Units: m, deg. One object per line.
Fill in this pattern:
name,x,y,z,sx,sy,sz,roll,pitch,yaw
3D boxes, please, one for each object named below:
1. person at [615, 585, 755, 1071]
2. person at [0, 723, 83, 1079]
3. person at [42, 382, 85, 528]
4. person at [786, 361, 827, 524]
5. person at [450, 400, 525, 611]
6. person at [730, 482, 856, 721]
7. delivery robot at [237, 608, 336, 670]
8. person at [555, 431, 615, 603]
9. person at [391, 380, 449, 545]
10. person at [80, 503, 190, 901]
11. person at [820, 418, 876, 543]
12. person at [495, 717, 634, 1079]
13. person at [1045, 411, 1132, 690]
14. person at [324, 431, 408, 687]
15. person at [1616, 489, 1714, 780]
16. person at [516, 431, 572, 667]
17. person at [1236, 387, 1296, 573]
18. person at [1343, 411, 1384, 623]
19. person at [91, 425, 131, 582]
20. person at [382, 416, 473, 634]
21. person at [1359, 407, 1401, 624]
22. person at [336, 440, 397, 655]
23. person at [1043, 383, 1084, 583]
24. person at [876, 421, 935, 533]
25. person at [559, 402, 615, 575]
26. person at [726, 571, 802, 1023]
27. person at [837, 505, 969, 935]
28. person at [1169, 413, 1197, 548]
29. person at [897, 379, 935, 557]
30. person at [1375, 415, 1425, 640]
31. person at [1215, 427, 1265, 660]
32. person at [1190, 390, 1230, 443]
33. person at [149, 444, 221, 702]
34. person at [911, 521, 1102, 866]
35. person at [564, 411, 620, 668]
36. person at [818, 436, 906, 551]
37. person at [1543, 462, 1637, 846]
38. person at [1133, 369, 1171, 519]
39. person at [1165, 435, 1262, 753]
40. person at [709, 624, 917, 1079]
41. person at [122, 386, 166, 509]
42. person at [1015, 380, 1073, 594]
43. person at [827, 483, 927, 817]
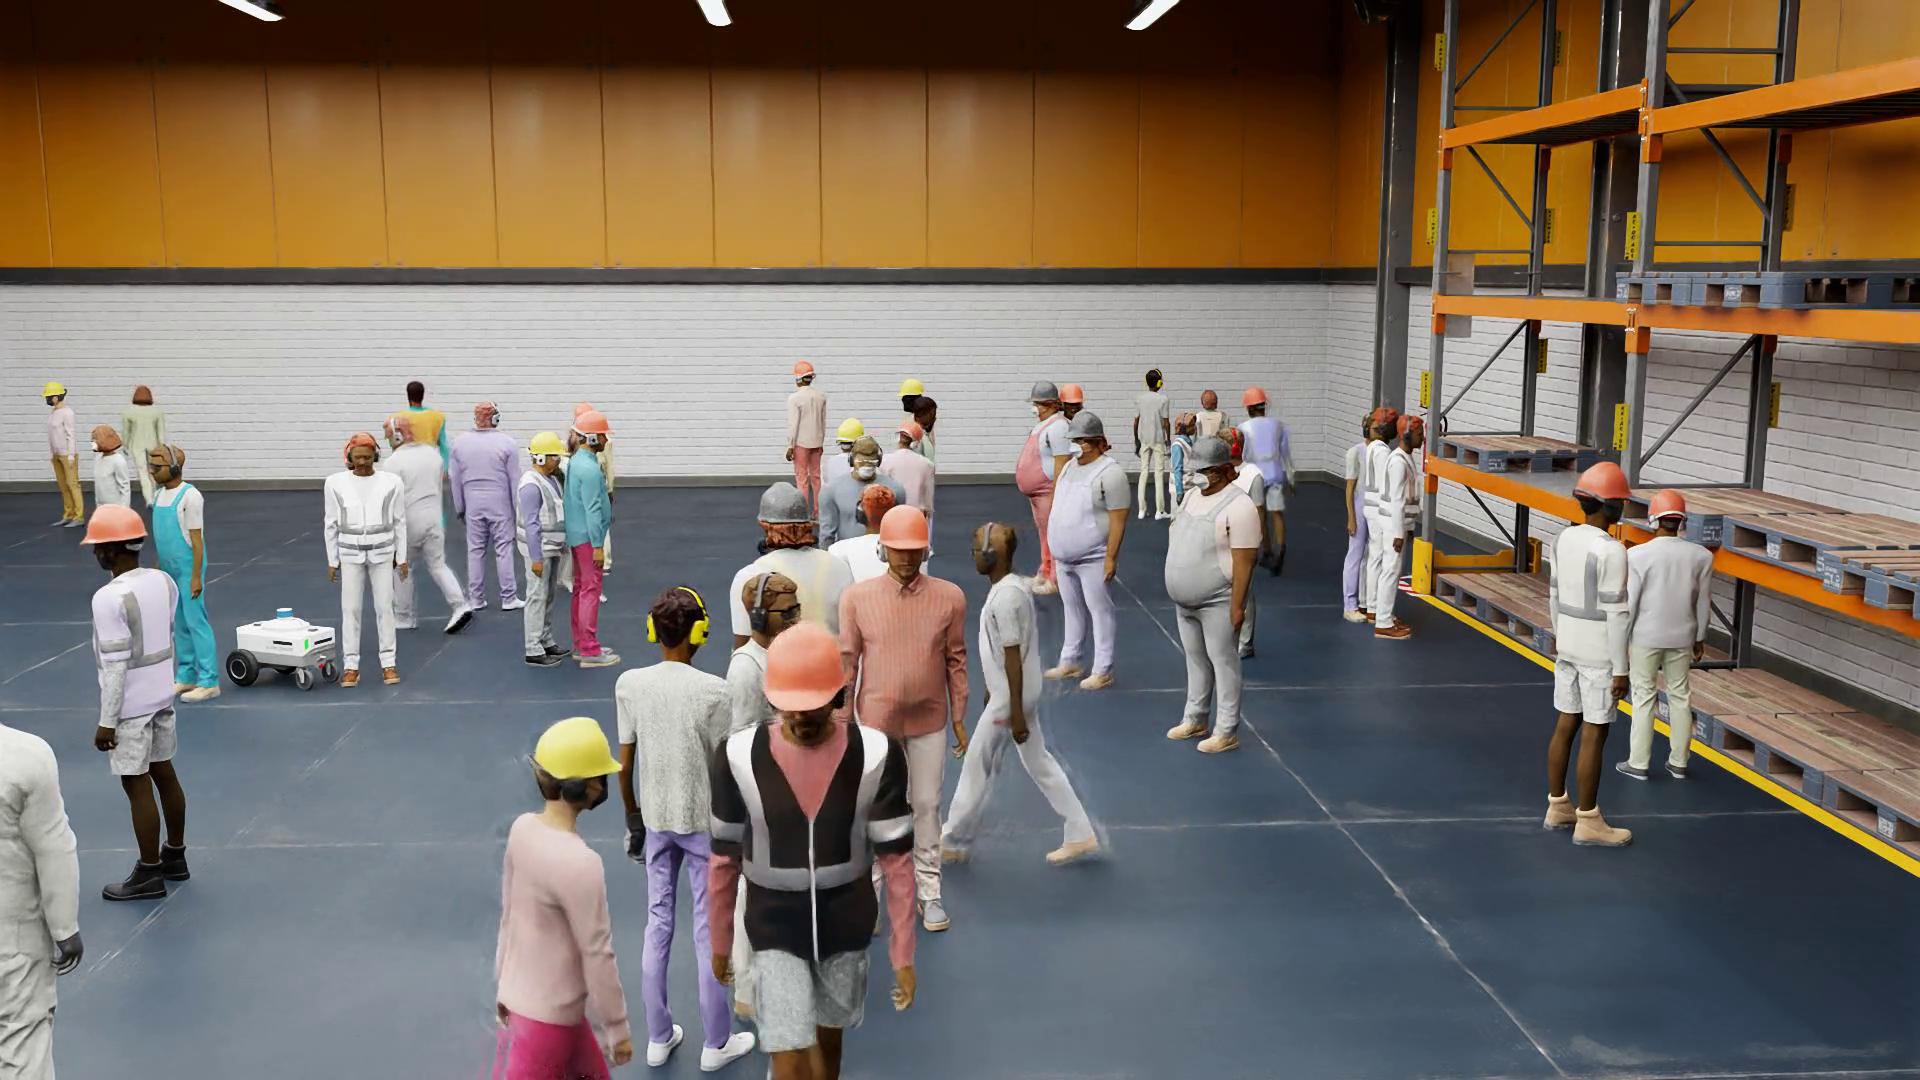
person,-1.046,1.095,6.340,0.509,1.865,0.329,2,9,15
person,-3.155,1.232,5.340,0.653,1.907,0.408,-1,9,-9
person,-10.780,-1.021,19.961,0.524,1.759,0.338,6,11,35
person,-1.861,-1.160,20.086,0.376,1.995,0.612,7,11,38
person,-4.231,-0.305,14.997,0.653,1.906,0.405,1,9,6
person,-0.857,0.724,8.111,0.687,2.000,0.535,-7,12,-38
delivery robot,-4.986,0.749,12.312,0.707,0.478,0.477,4,10,21
person,-3.557,-0.245,15.571,0.825,1.604,0.520,7,12,39
person,-5.858,-0.793,18.122,0.602,1.890,0.876,-6,11,-33
person,-4.016,0.782,8.077,0.360,1.937,0.542,1,9,4
person,-0.885,-0.104,13.949,0.587,1.837,0.404,7,11,37
person,-1.267,1.385,4.974,0.910,1.718,0.534,-6,11,-32
person,0.897,0.069,12.227,0.538,2.000,0.684,-7,11,-36
person,-4.373,0.139,12.268,0.573,1.887,0.357,-3,10,-18
person,4.208,0.565,10.008,0.573,1.748,0.342,-1,9,-4
person,-3.228,0.066,12.939,0.404,1.824,0.591,0,9,1
person,3.143,-0.601,16.932,0.643,1.886,0.795,-2,9,-11
person,3.581,-0.205,14.555,0.504,1.847,0.344,-6,11,-33
person,-7.924,-0.258,15.553,0.501,1.632,0.280,7,11,36
person,-4.552,-0.119,14.014,0.910,1.861,0.671,5,10,27
person,3.661,-0.212,14.490,0.348,1.880,0.584,0,9,0
person,-4.753,0.055,13.243,0.568,1.743,0.350,-1,9,-5
person,1.043,-0.506,15.974,0.608,1.996,0.382,-4,10,-22
person,-0.544,-0.219,15.081,0.653,1.704,0.398,-3,10,-19
person,-3.748,-0.503,16.709,0.561,1.753,0.332,-4,10,-23
person,-0.779,1.035,6.769,0.329,1.844,0.516,1,9,9
person,-0.261,0.822,7.632,0.622,1.994,0.391,-2,9,-10
person,2.270,-0.473,16.884,0.308,1.641,0.514,4,10,21
person,-0.487,-0.761,17.793,0.382,1.924,0.594,-5,10,-26
person,3.669,-0.109,13.881,0.356,1.878,0.572,3,10,18
person,2.171,0.025,13.130,0.383,1.837,0.570,-6,11,-31
person,3.018,-0.998,20.171,0.514,1.644,0.308,0,9,-2
person,-5.553,0.234,11.845,0.512,1.841,0.343,6,11,33
person,0.264,0.793,8.477,1.000,1.791,0.529,1,9,8
person,-2.857,-0.010,12.898,0.407,1.987,0.615,-4,10,-24
person,-0.667,0.234,11.532,0.629,1.933,0.379,-3,10,-18
person,3.381,0.602,8.873,0.380,2.043,0.607,-2,9,-13
person,2.396,-1.189,20.654,0.520,1.873,0.328,5,10,30
person,1.570,0.324,10.623,0.535,2.000,0.680,-5,10,-28
person,-0.445,1.232,5.091,0.628,1.981,1.009,-2,9,-10
person,-10.603,-1.210,21.649,0.497,1.592,0.841,-7,11,-35
person,0.796,-0.510,15.860,0.536,2.000,0.688,-2,9,-10
person,-0.455,0.627,9.226,0.575,1.878,0.356,1,9,4
